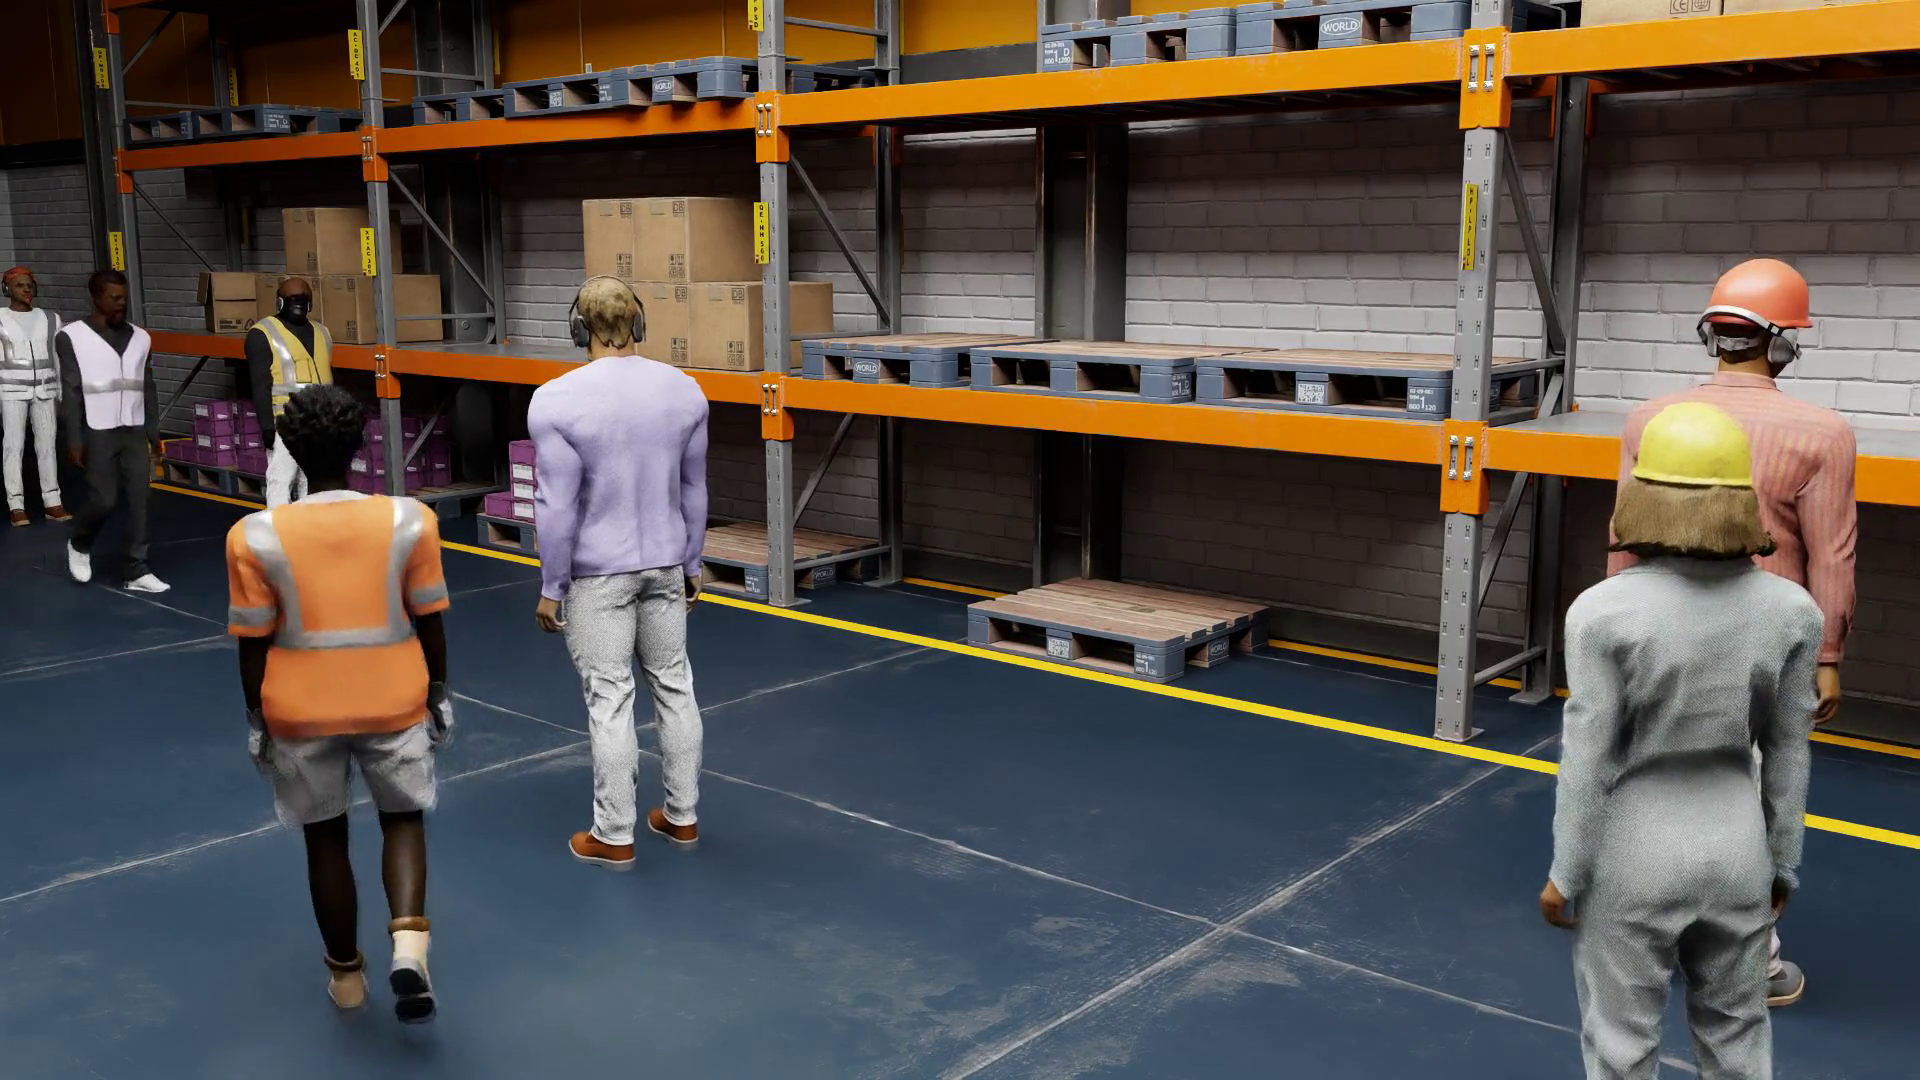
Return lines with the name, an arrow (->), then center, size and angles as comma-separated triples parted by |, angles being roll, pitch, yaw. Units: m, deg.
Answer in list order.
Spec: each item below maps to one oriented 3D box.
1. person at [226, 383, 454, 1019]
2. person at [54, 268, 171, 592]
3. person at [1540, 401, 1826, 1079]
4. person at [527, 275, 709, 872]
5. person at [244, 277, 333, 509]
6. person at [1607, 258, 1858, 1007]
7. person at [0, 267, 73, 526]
person -> -1.557, 0.444, 4.230 | 0.535, 1.682, 0.511 | -4, 11, -23
person -> -4.989, -0.635, 9.768 | 0.601, 1.904, 0.620 | 5, 11, 26
person -> 1.346, 0.610, 3.161 | 0.492, 1.741, 0.324 | -1, 10, -5
person -> -1.102, 0.115, 5.434 | 0.629, 1.934, 0.377 | -9, 13, -40
person -> -4.212, -0.747, 10.615 | 0.430, 1.840, 0.620 | 5, 11, 27
person -> 2.055, 0.255, 4.458 | 0.396, 1.992, 0.623 | -10, 14, -44
person -> -6.841, -1.051, 12.214 | 0.355, 1.885, 0.575 | 8, 13, 39
